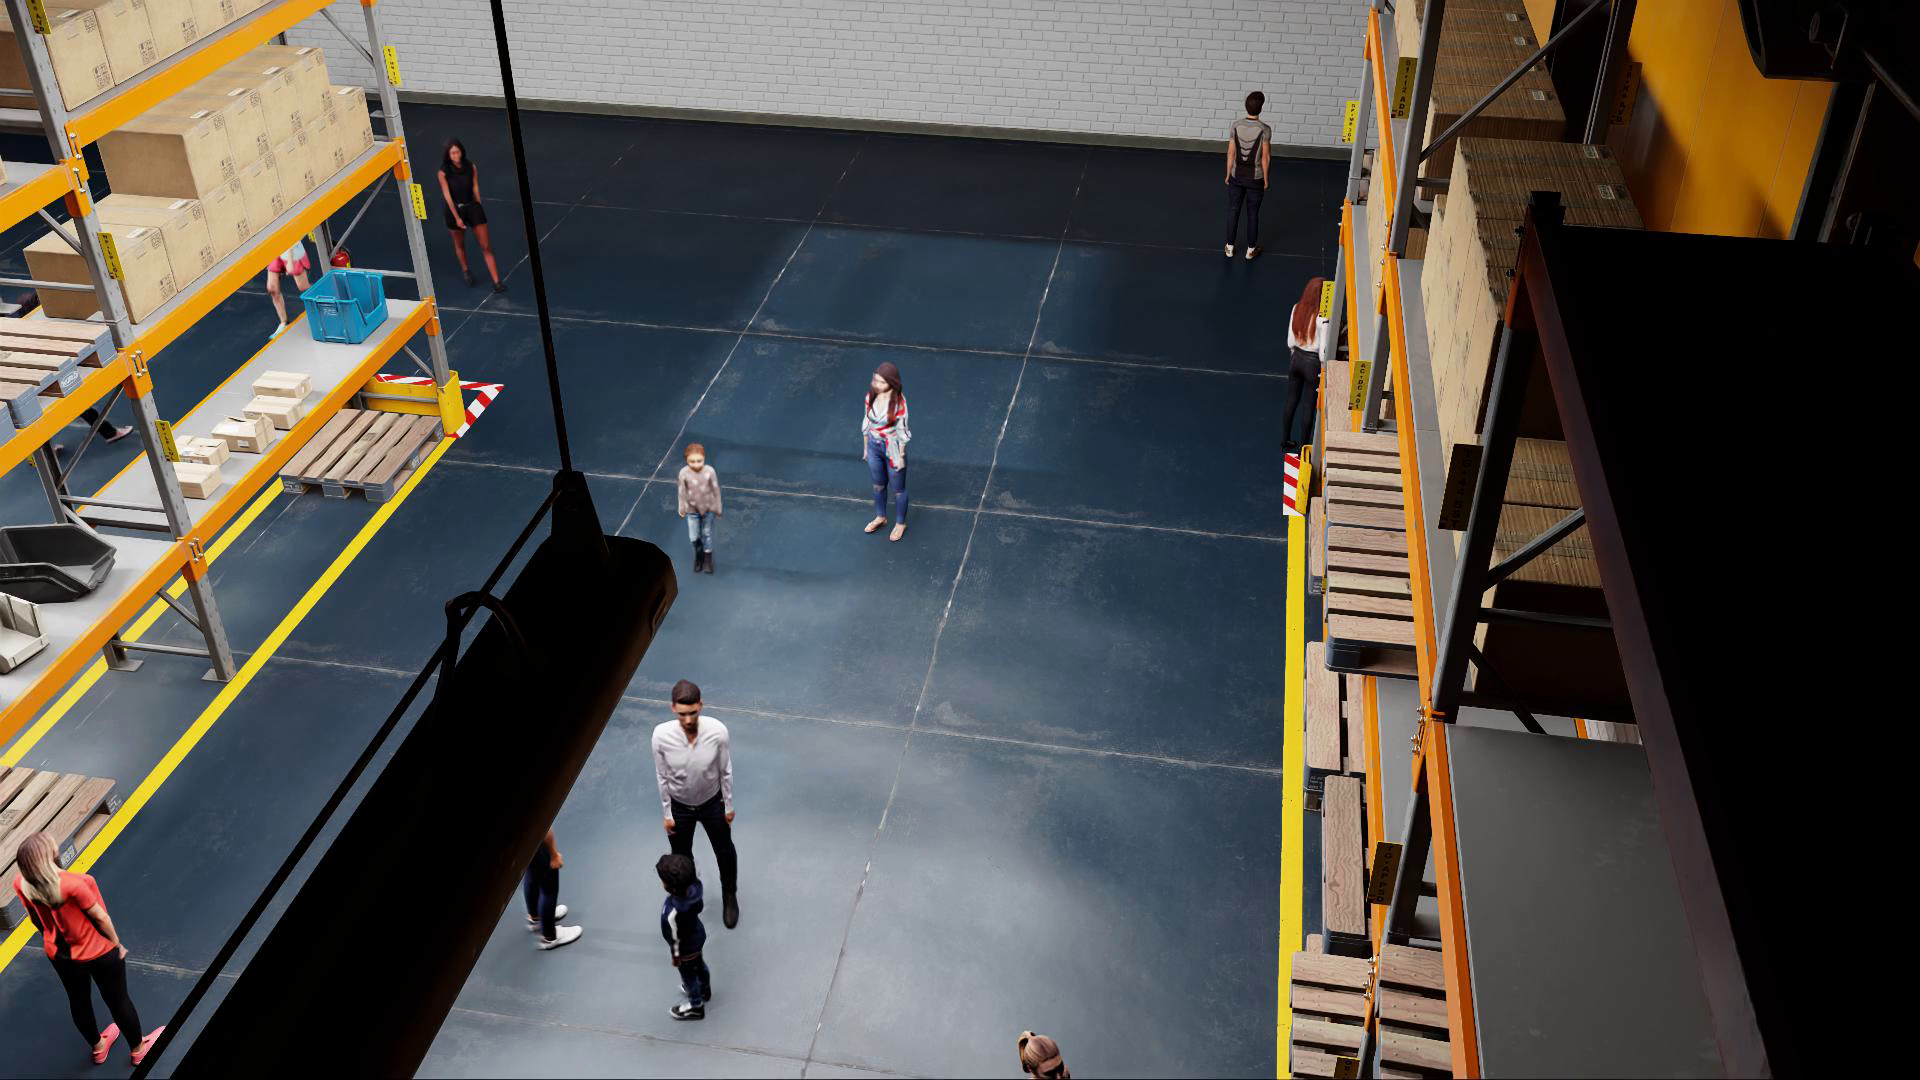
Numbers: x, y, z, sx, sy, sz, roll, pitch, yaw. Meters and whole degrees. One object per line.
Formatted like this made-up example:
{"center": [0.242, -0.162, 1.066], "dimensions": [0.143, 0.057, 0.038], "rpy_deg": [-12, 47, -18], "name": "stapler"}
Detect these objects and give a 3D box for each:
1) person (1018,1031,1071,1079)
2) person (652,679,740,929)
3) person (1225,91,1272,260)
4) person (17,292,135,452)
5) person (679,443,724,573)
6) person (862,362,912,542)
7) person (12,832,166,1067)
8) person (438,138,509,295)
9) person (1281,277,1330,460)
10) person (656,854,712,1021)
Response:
{"center": [0.384, 3.018, 8.100], "dimensions": [0.724, 1.704, 0.634], "rpy_deg": [27, 42, 34], "name": "person"}
{"center": [-1.605, 1.581, 10.120], "dimensions": [0.657, 1.860, 0.635], "rpy_deg": [-2, 34, -3], "name": "person"}
{"center": [3.216, -4.082, 18.609], "dimensions": [0.687, 1.895, 0.620], "rpy_deg": [12, 35, 18], "name": "person"}
{"center": [-8.205, -1.456, 14.965], "dimensions": [1.154, 1.555, 1.140], "rpy_deg": [-18, 37, -24], "name": "person"}
{"center": [-2.117, -0.296, 13.551], "dimensions": [0.553, 1.188, 0.546], "rpy_deg": [-5, 34, -7], "name": "person"}
{"center": [-0.604, -0.756, 13.858], "dimensions": [0.651, 1.614, 0.625], "rpy_deg": [18, 38, 25], "name": "person"}
{"center": [-4.882, 2.273, 9.230], "dimensions": [0.592, 1.693, 0.529], "rpy_deg": [5, 34, 7], "name": "person"}
{"center": [-5.377, -3.501, 17.917], "dimensions": [1.106, 1.692, 1.195], "rpy_deg": [-21, 39, -29], "name": "person"}
{"center": [3.110, -1.542, 14.910], "dimensions": [0.706, 1.760, 0.664], "rpy_deg": [-24, 41, -32], "name": "person"}
{"center": [-1.587, 2.289, 9.630], "dimensions": [0.584, 1.223, 0.415], "rpy_deg": [7, 34, 10], "name": "person"}
